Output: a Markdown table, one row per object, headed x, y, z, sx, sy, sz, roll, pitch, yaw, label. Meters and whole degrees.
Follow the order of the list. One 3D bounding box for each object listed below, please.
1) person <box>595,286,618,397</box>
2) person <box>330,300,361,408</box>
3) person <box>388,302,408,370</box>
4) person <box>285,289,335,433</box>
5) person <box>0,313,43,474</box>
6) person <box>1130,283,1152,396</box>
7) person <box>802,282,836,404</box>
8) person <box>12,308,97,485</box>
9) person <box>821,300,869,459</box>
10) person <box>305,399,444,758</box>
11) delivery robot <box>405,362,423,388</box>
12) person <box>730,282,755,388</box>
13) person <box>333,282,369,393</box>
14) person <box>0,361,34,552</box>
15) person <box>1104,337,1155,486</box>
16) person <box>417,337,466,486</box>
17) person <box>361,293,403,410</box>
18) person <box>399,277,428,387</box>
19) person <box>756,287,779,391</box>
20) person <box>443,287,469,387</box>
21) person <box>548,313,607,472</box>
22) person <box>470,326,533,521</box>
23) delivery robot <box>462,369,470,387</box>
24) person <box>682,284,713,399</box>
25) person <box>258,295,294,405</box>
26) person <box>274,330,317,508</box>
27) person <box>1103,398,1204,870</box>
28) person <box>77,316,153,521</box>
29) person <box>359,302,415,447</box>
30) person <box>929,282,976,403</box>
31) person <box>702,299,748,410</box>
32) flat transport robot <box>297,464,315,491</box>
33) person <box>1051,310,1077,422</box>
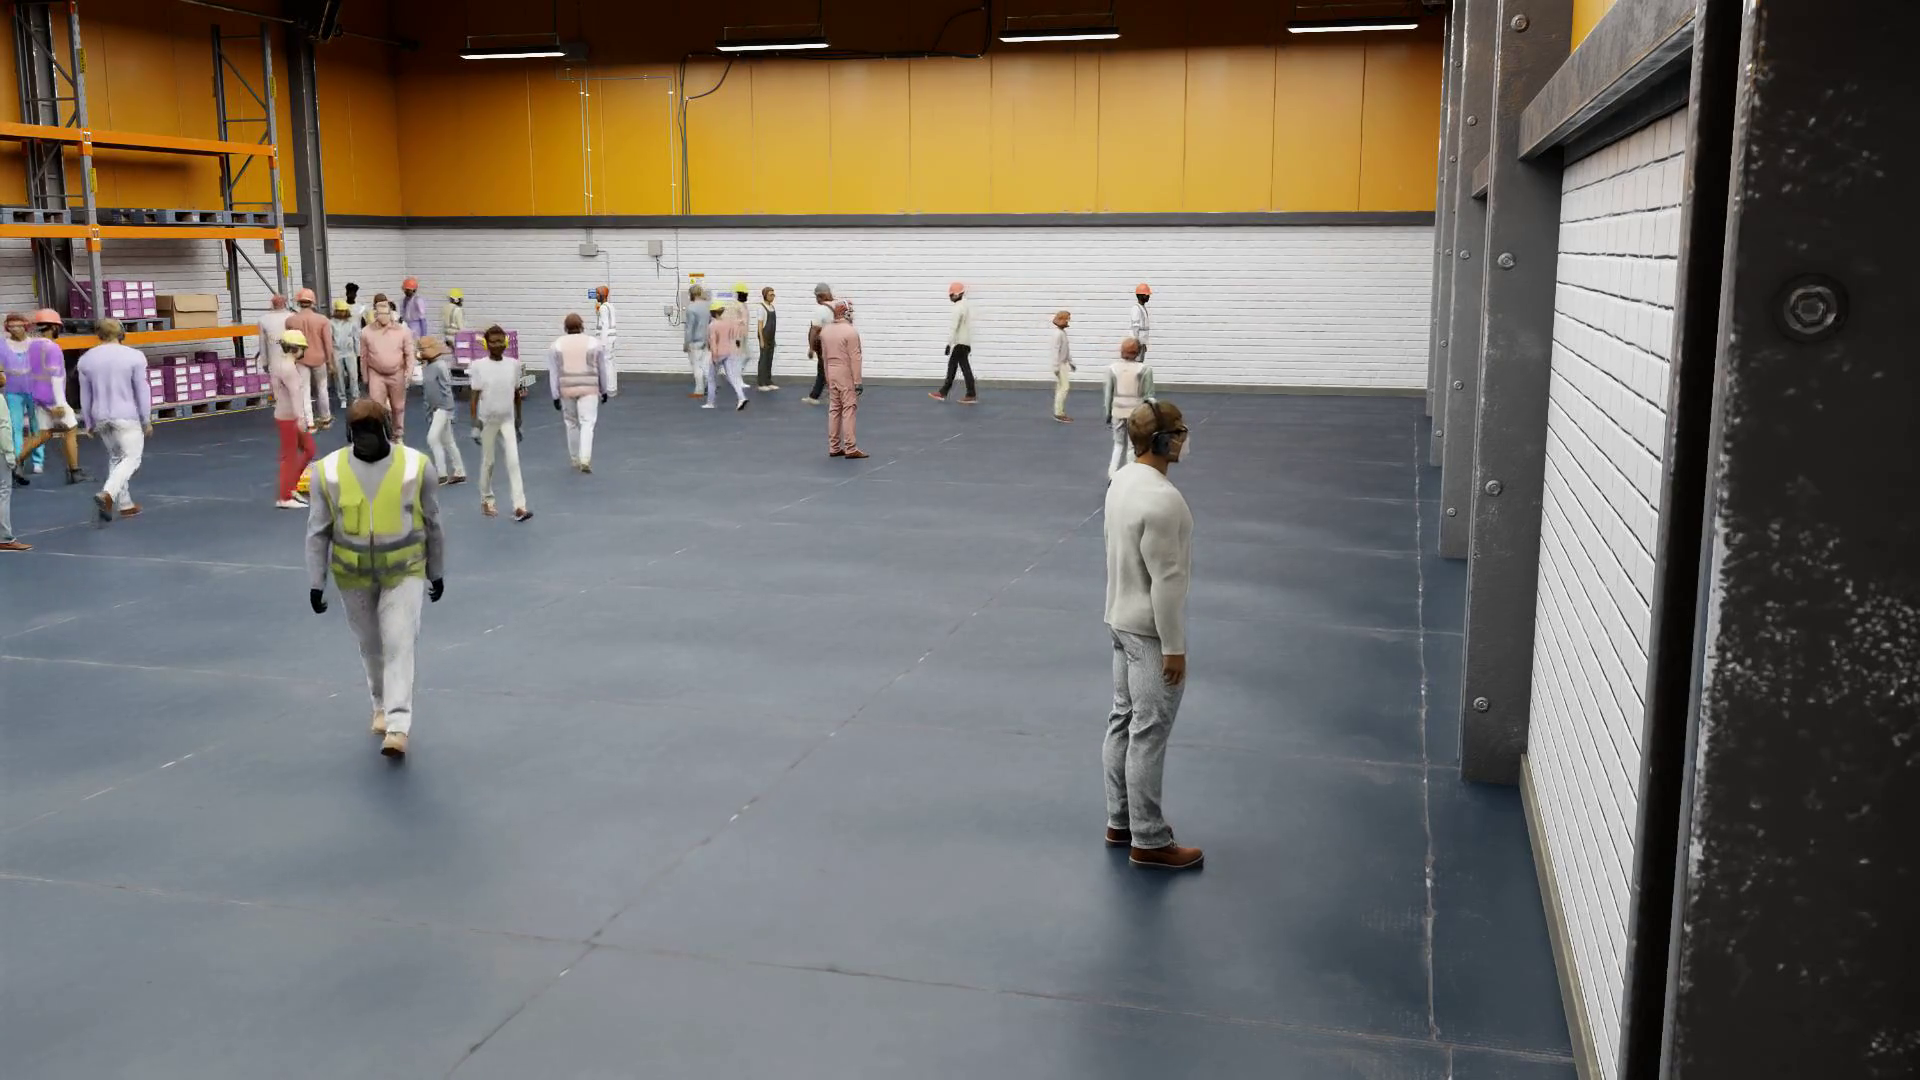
| x | y | z | sx | sy | sz | roll | pitch | yaw | label |
| --- | --- | --- | --- | --- | --- | --- | --- | --- | --- |
| -6.033 | -3.385 | 28.362 | 0.337 | 1.880 | 0.585 | 0 | 10 | 1 | person |
| -9.649 | -2.888 | 26.065 | 0.493 | 1.704 | 0.881 | -5 | 11 | -25 | person |
| -9.186 | -3.010 | 26.867 | 0.543 | 1.661 | 0.770 | -7 | 12 | -34 | person |
| -8.987 | -2.486 | 23.048 | 0.647 | 1.955 | 0.940 | -2 | 10 | -13 | person |
| -10.389 | -1.600 | 18.472 | 0.587 | 1.802 | 0.871 | -5 | 11 | -27 | person |
| 3.025 | -3.316 | 27.817 | 0.365 | 1.939 | 0.542 | 3 | 11 | 18 | person |
| -2.125 | -3.158 | 26.634 | 1.040 | 2.000 | 0.696 | 5 | 11 | 25 | person |
| -9.782 | -1.508 | 17.715 | 0.575 | 1.902 | 0.811 | 6 | 12 | 33 | person |
| -1.381 | -1.941 | 20.115 | 0.406 | 1.910 | 0.639 | -9 | 13 | -41 | person |
| -2.964 | 0.183 | 8.428 | 0.650 | 1.786 | 0.973 | -2 | 10 | -10 | person |
| -9.324 | -2.818 | 28.647 | 0.707 | 0.478 | 0.477 | -4 | 11 | -22 | delivery robot |
| -3.945 | -3.704 | 30.094 | 0.451 | 1.909 | 0.589 | 4 | 11 | 20 | person |
| -10.576 | -3.511 | 28.927 | 0.659 | 1.932 | 0.549 | -3 | 10 | -15 | person |
| -8.079 | -0.717 | 13.965 | 0.500 | 1.633 | 0.281 | 8 | 13 | 37 | person |
| 1.750 | -1.269 | 17.111 | 0.527 | 1.628 | 0.363 | 5 | 11 | 28 | person |
| -5.554 | -1.359 | 17.701 | 0.598 | 1.596 | 0.513 | -8 | 13 | -38 | person |
| -9.015 | -2.949 | 26.055 | 0.653 | 1.832 | 0.514 | -3 | 11 | -18 | person |
| -9.848 | -3.740 | 30.041 | 0.605 | 2.015 | 0.752 | -10 | 14 | -44 | person |
| -3.411 | -3.556 | 29.437 | 0.325 | 1.843 | 0.517 | 4 | 11 | 22 | person |
| -9.100 | -3.650 | 30.072 | 0.412 | 1.812 | 0.616 | -9 | 13 | -41 | person |
| -4.353 | -1.686 | 18.982 | 0.622 | 1.808 | 0.939 | -1 | 10 | -5 | person |
| -4.306 | -1.084 | 15.528 | 0.533 | 1.817 | 0.953 | -5 | 11 | -28 | person |
| -8.631 | -2.861 | 28.893 | 0.707 | 0.478 | 0.477 | -7 | 12 | -34 | delivery robot |
| -4.410 | -3.301 | 27.812 | 0.429 | 1.917 | 0.633 | 4 | 11 | 21 | person |
| -9.727 | -2.588 | 23.955 | 0.659 | 1.841 | 1.032 | -3 | 10 | -16 | person |
| -6.506 | -1.170 | 16.222 | 0.411 | 1.743 | 0.553 | -3 | 10 | -17 | person |
| 0.786 | 0.383 | 6.874 | 0.373 | 1.940 | 0.628 | -2 | 10 | -14 | person |
| -7.848 | -1.103 | 15.367 | 0.634 | 1.913 | 0.775 | 1 | 10 | 3 | person |
| -7.142 | -2.028 | 20.771 | 0.664 | 1.880 | 0.711 | -3 | 10 | -16 | person |
| -0.142 | -3.215 | 27.174 | 0.933 | 1.955 | 0.653 | 2 | 10 | 13 | person |
| -3.699 | -2.893 | 26.004 | 0.864 | 1.733 | 0.518 | 8 | 13 | 39 | person |
| -6.662 | -0.711 | 17.782 | 0.652 | 0.197 | 1.431 | 0 | 10 | 0 | flat transport robot |
| 1.516 | -2.537 | 24.288 | 0.372 | 1.626 | 0.517 | 2 | 10 | 11 | person |
